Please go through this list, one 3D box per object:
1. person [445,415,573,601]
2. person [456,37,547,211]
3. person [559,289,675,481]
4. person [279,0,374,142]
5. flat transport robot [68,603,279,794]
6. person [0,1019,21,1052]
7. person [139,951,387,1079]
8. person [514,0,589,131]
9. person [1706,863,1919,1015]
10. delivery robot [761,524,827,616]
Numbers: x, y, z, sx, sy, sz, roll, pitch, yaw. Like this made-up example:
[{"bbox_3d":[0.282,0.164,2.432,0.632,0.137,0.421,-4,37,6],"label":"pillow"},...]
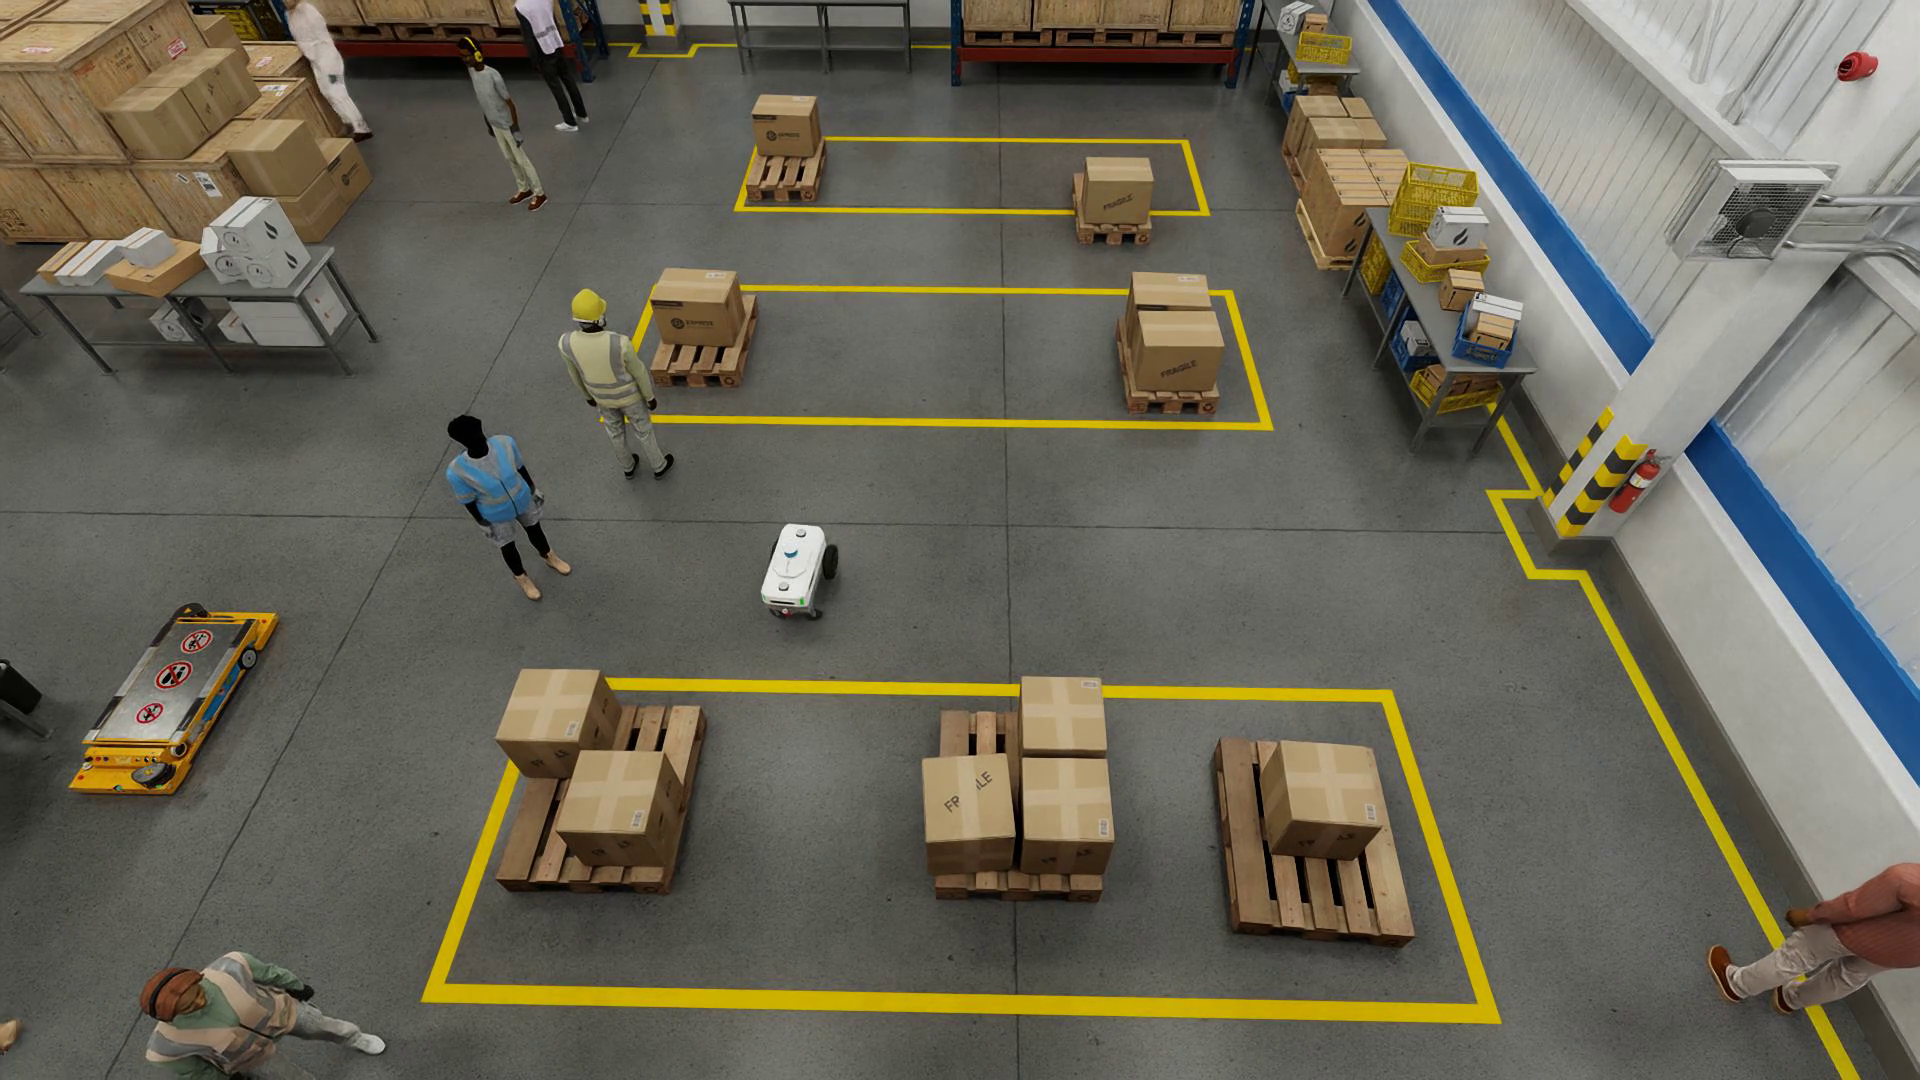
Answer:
[{"bbox_3d":[-3.275,-0.246,6.628,0.321,1.696,0.530,29,56,22],"label":"person"},{"bbox_3d":[-5.109,-4.612,10.212,0.532,1.869,0.311,24,54,19],"label":"person"},{"bbox_3d":[-2.742,-1.200,7.348,0.600,1.831,0.404,3,50,2],"label":"person"},{"bbox_3d":[-7.864,-5.896,11.300,0.722,1.872,0.404,33,57,25],"label":"person"},{"bbox_3d":[-5.504,1.072,6.442,0.652,0.197,1.431,1,50,1],"label":"flat transport robot"},{"bbox_3d":[-5.696,2.415,4.316,0.620,1.797,0.963,35,58,26],"label":"person"},{"bbox_3d":[-3.379,2.388,4.445,0.312,1.633,0.517,15,51,12],"label":"person"},{"bbox_3d":[-5.155,-6.151,11.489,0.385,1.913,0.591,17,52,14],"label":"person"},{"bbox_3d":[4.576,1.939,4.591,0.612,1.990,0.392,14,51,12],"label":"person"},{"bbox_3d":[-1.250,0.214,6.924,0.477,0.478,0.707,6,50,5],"label":"delivery robot"}]
